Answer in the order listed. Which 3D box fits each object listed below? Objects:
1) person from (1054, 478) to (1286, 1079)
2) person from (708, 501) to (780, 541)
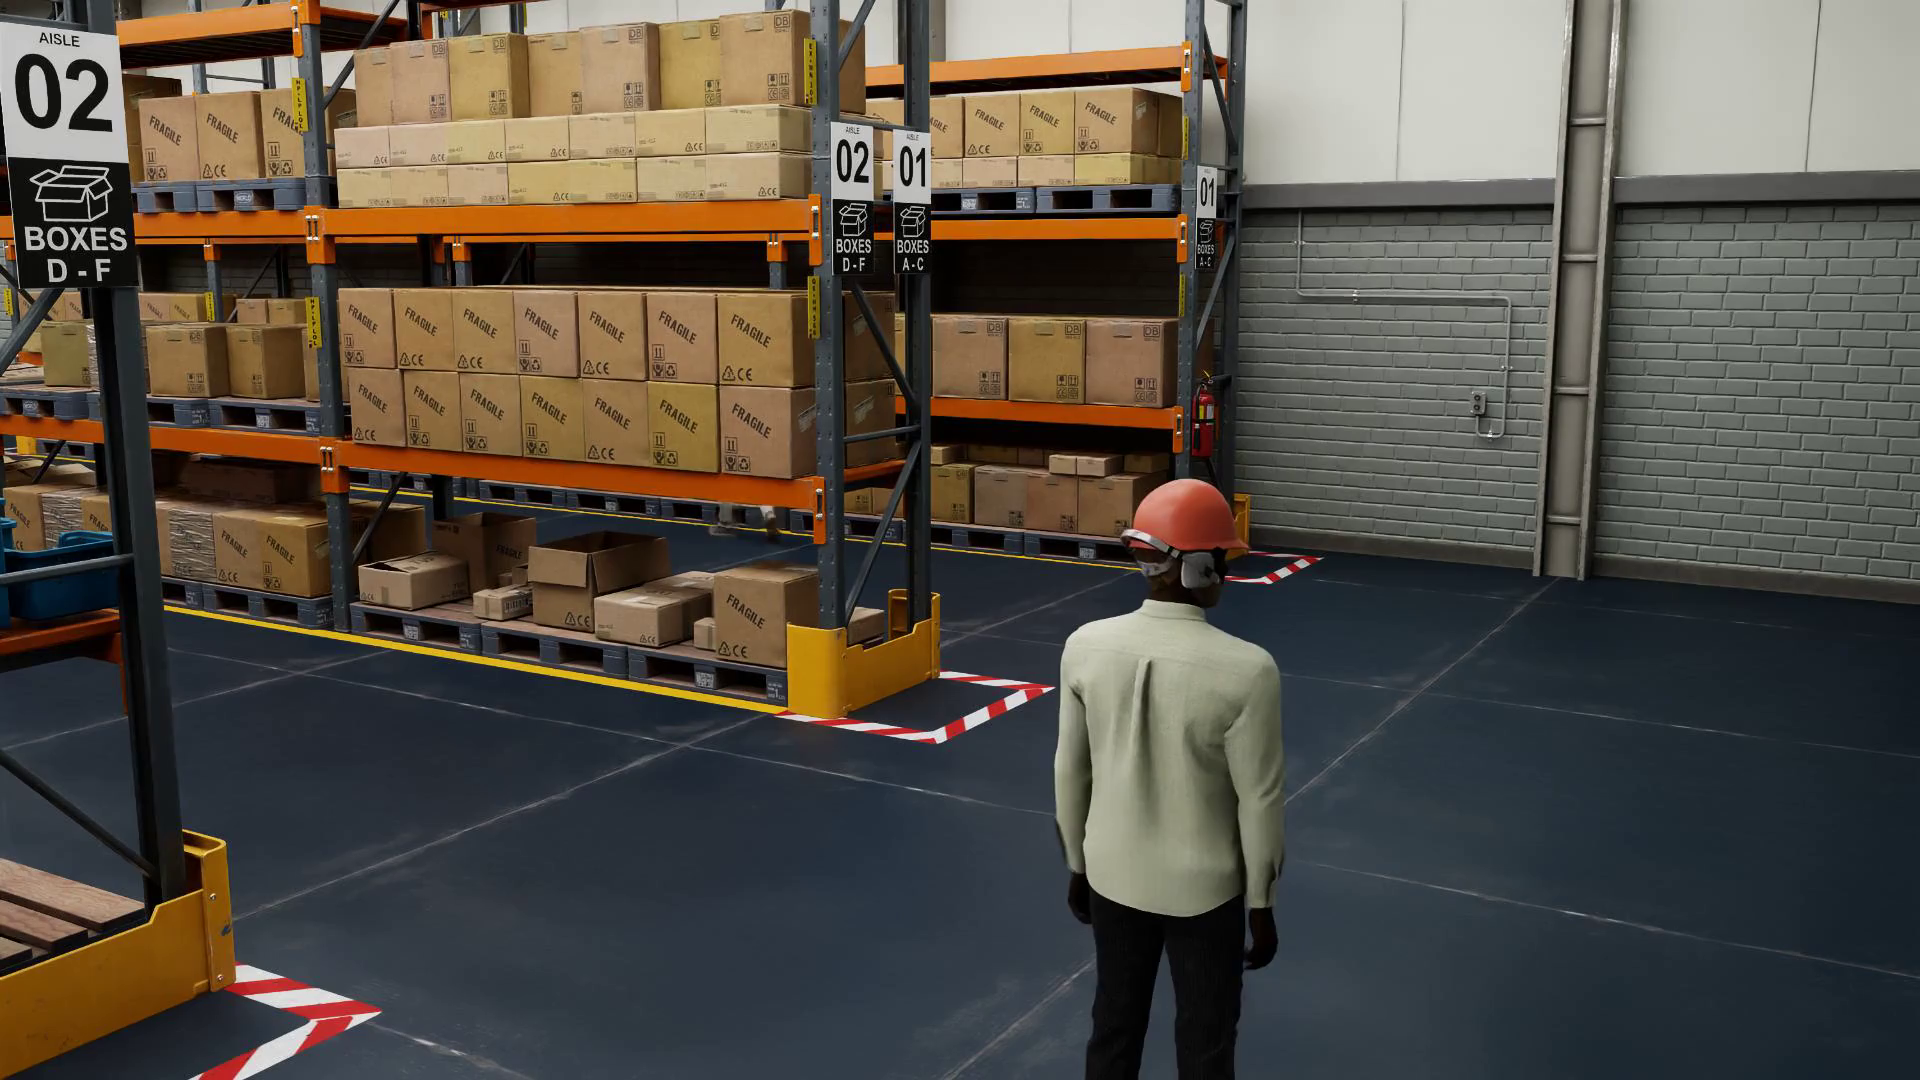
[{"bbox_3d":[0.529,0.839,4.171,0.613,1.991,0.391,7,12,35],"label":"person"},{"bbox_3d":[-1.963,-0.894,14.750,0.648,1.845,0.860,-9,13,-42],"label":"person"}]
